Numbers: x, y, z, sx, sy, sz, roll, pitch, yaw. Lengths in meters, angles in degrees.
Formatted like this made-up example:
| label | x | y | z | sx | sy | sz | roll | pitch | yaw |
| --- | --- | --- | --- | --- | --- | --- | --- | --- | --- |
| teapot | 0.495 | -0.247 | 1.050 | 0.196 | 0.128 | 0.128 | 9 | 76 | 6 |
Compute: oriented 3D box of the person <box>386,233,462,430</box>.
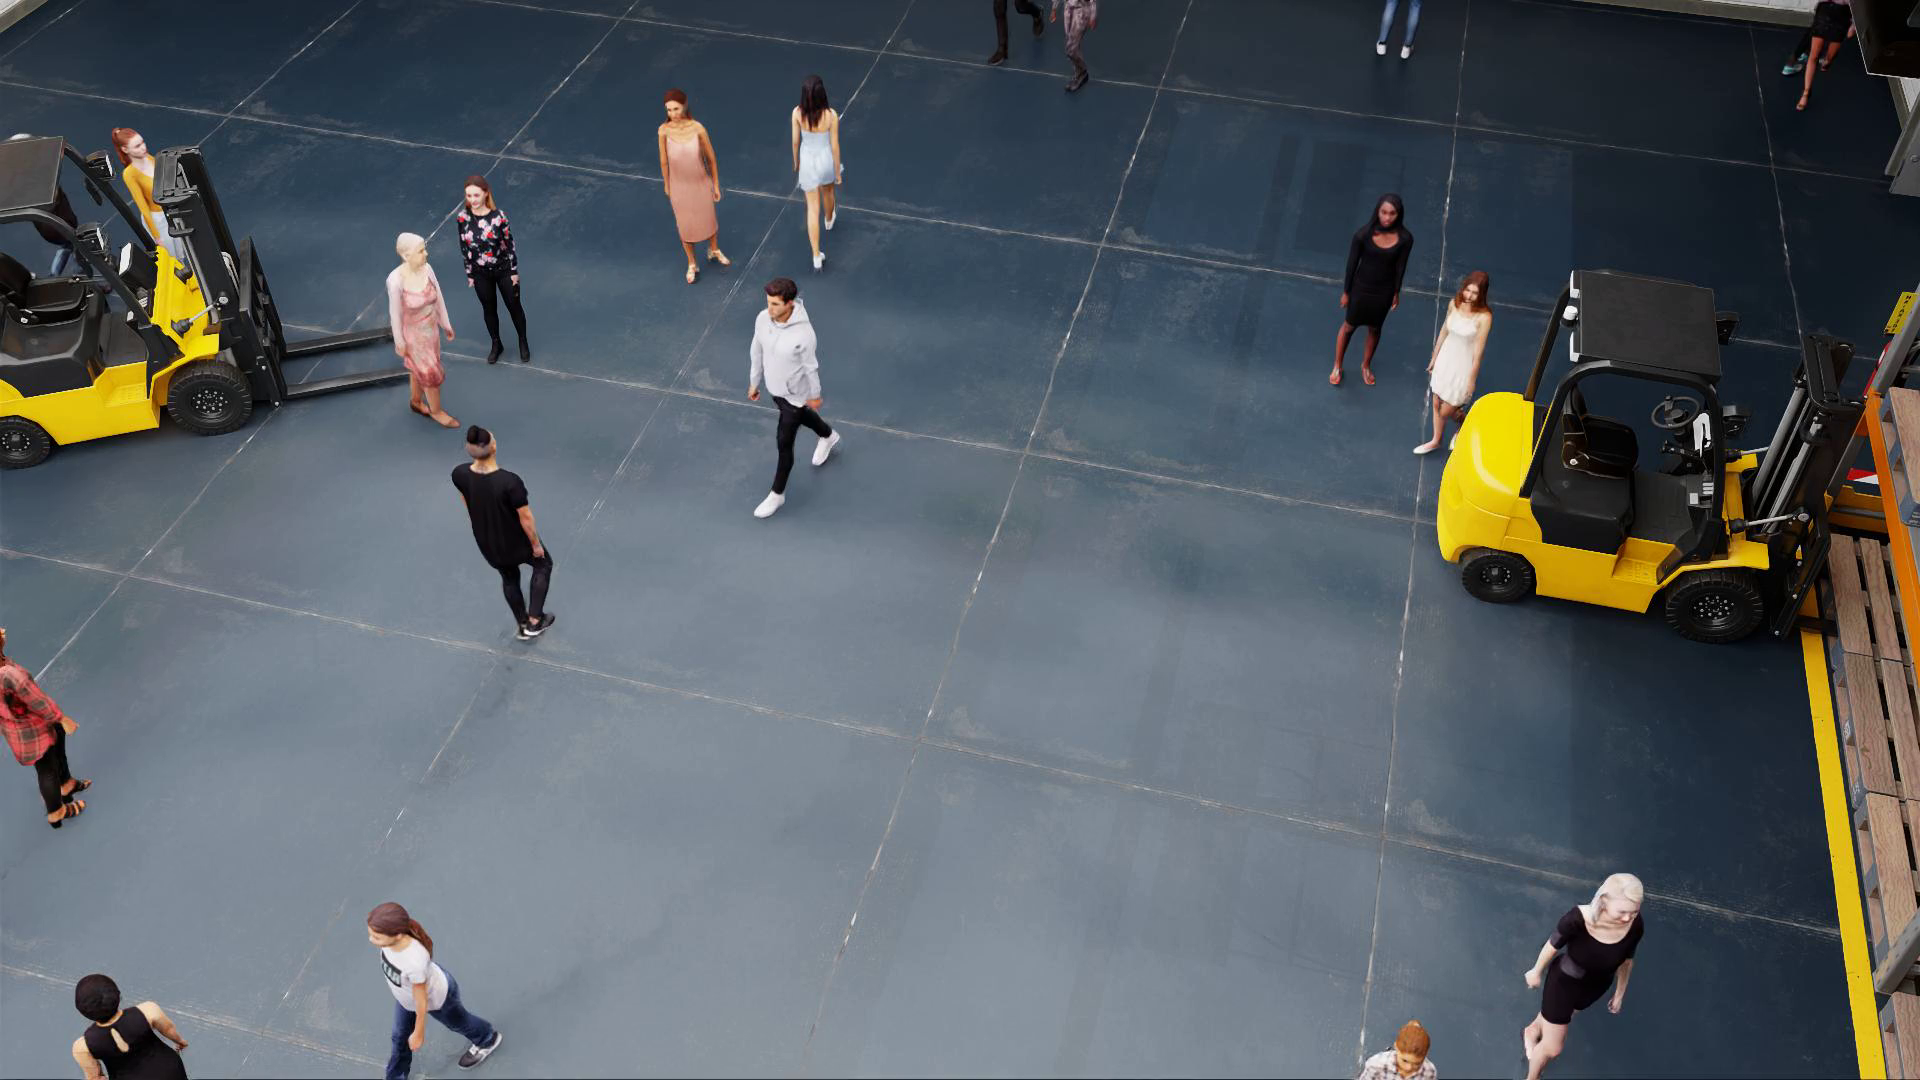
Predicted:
| label | x | y | z | sx | sy | sz | roll | pitch | yaw |
| --- | --- | --- | --- | --- | --- | --- | --- | --- | --- |
| person | -4.220 | -1.592 | 12.756 | 0.721 | 1.659 | 0.700 | 24 | 49 | 23 |

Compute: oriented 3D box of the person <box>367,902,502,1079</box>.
| label | x | y | z | sx | sy | sz | roll | pitch | yaw |
| --- | --- | --- | --- | --- | --- | --- | --- | --- | --- |
| person | -2.735 | 2.343 | 8.721 | 0.843 | 1.527 | 1.063 | 32 | 52 | 29 |

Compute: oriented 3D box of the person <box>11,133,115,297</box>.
| label | x | y | z | sx | sy | sz | roll | pitch | yaw |
| --- | --- | --- | --- | --- | --- | --- | --- | --- | --- |
| person | -7.615 | -2.638 | 13.884 | 0.740 | 1.618 | 0.863 | 24 | 48 | 23 |

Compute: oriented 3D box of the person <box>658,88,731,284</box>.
| label | x | y | z | sx | sy | sz | roll | pitch | yaw |
| --- | --- | --- | --- | --- | --- | --- | --- | --- | --- |
| person | -2.261 | -3.035 | 14.155 | 0.753 | 1.819 | 0.787 | -12 | 45 | -13 |

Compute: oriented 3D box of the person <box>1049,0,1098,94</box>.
| label | x | y | z | sx | sy | sz | roll | pitch | yaw |
| --- | --- | --- | --- | --- | --- | --- | --- | --- | --- |
| person | 1.236 | -5.297 | 16.614 | 0.772 | 1.702 | 0.727 | -25 | 49 | -24 |

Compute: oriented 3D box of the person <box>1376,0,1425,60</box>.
| label | x | y | z | sx | sy | sz | roll | pitch | yaw |
| --- | --- | --- | --- | --- | --- | --- | --- | --- | --- |
| person | 4.648 | -5.869 | 17.079 | 0.661 | 1.889 | 0.572 | 11 | 45 | 11 |

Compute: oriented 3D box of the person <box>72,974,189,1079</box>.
| label | x | y | z | sx | sy | sz | roll | pitch | yaw |
| --- | --- | --- | --- | --- | --- | --- | --- | --- | --- |
| person | -4.021 | 2.731 | 8.271 | 0.705 | 1.586 | 0.774 | -27 | 50 | -25 |

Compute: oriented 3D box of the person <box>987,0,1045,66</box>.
| label | x | y | z | sx | sy | sz | roll | pitch | yaw |
| --- | --- | --- | --- | --- | --- | --- | --- | --- | --- |
| person | 0.583 | -5.858 | 17.114 | 0.985 | 1.825 | 1.257 | 25 | 49 | 24 |

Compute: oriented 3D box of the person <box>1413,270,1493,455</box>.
| label | x | y | z | sx | sy | sz | roll | pitch | yaw |
| --- | --- | --- | --- | --- | --- | --- | --- | --- | --- |
| person | 3.794 | -1.328 | 12.451 | 0.834 | 1.697 | 0.774 | -23 | 48 | -22 |

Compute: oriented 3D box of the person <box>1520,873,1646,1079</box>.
| label | x | y | z | sx | sy | sz | roll | pitch | yaw |
| --- | --- | --- | --- | --- | --- | --- | --- | --- | --- |
| person | 3.167 | 2.218 | 8.644 | 0.745 | 1.815 | 0.868 | -4 | 44 | -4 |

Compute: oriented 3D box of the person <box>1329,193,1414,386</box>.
| label | x | y | z | sx | sy | sz | roll | pitch | yaw |
| --- | --- | --- | --- | --- | --- | --- | --- | --- | --- |
| person | 3.247 | -1.963 | 13.101 | 0.651 | 1.720 | 0.559 | 2 | 44 | 2 |

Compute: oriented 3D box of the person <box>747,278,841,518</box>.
| label | x | y | z | sx | sy | sz | roll | pitch | yaw |
| --- | --- | --- | --- | --- | --- | --- | --- | --- | --- |
| person | -1.187 | -1.156 | 12.133 | 1.015 | 1.886 | 1.354 | 27 | 50 | 26 |

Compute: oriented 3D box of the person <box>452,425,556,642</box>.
| label | x | y | z | sx | sy | sz | roll | pitch | yaw |
| --- | --- | --- | --- | --- | --- | --- | --- | --- | --- |
| person | -3.022 | 0.002 | 10.936 | 0.705 | 1.861 | 0.594 | 12 | 45 | 12 |

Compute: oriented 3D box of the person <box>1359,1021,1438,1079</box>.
| label | x | y | z | sx | sy | sz | roll | pitch | yaw |
| --- | --- | --- | --- | --- | --- | --- | --- | --- | --- |
| person | 2.170 | 2.789 | 8.417 | 0.559 | 1.302 | 0.777 | 7 | 44 | 8 |

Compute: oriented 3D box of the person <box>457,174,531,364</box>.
| label | x | y | z | sx | sy | sz | roll | pitch | yaw |
| --- | --- | --- | --- | --- | --- | --- | --- | --- | --- |
| person | -3.747 | -2.175 | 13.351 | 0.626 | 1.683 | 0.605 | -3 | 44 | -3 |

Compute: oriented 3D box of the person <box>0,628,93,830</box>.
| label | x | y | z | sx | sy | sz | roll | pitch | yaw |
| --- | --- | --- | --- | --- | --- | --- | --- | --- | --- |
| person | -5.605 | 1.149 | 9.859 | 0.709 | 1.687 | 0.709 | 21 | 48 | 21 |

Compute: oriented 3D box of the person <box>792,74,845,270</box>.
| label | x | y | z | sx | sy | sz | roll | pitch | yaw |
| --- | --- | --- | --- | --- | --- | --- | --- | --- | --- |
| person | -1.250 | -3.167 | 14.393 | 0.759 | 1.681 | 1.201 | 2 | 44 | 3 |

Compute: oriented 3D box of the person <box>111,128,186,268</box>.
| label | x | y | z | sx | sy | sz | roll | pitch | yaw |
| --- | --- | --- | --- | --- | --- | --- | --- | --- | --- |
| person | -6.614 | -2.615 | 13.763 | 0.697 | 1.750 | 0.566 | 2 | 44 | 2 |

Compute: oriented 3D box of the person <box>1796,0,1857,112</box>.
| label | x | y | z | sx | sy | sz | roll | pitch | yaw |
| --- | --- | --- | --- | --- | --- | --- | --- | --- | --- |
| person | 8.618 | -5.140 | 16.386 | 0.818 | 1.790 | 1.031 | 22 | 48 | 22 |
